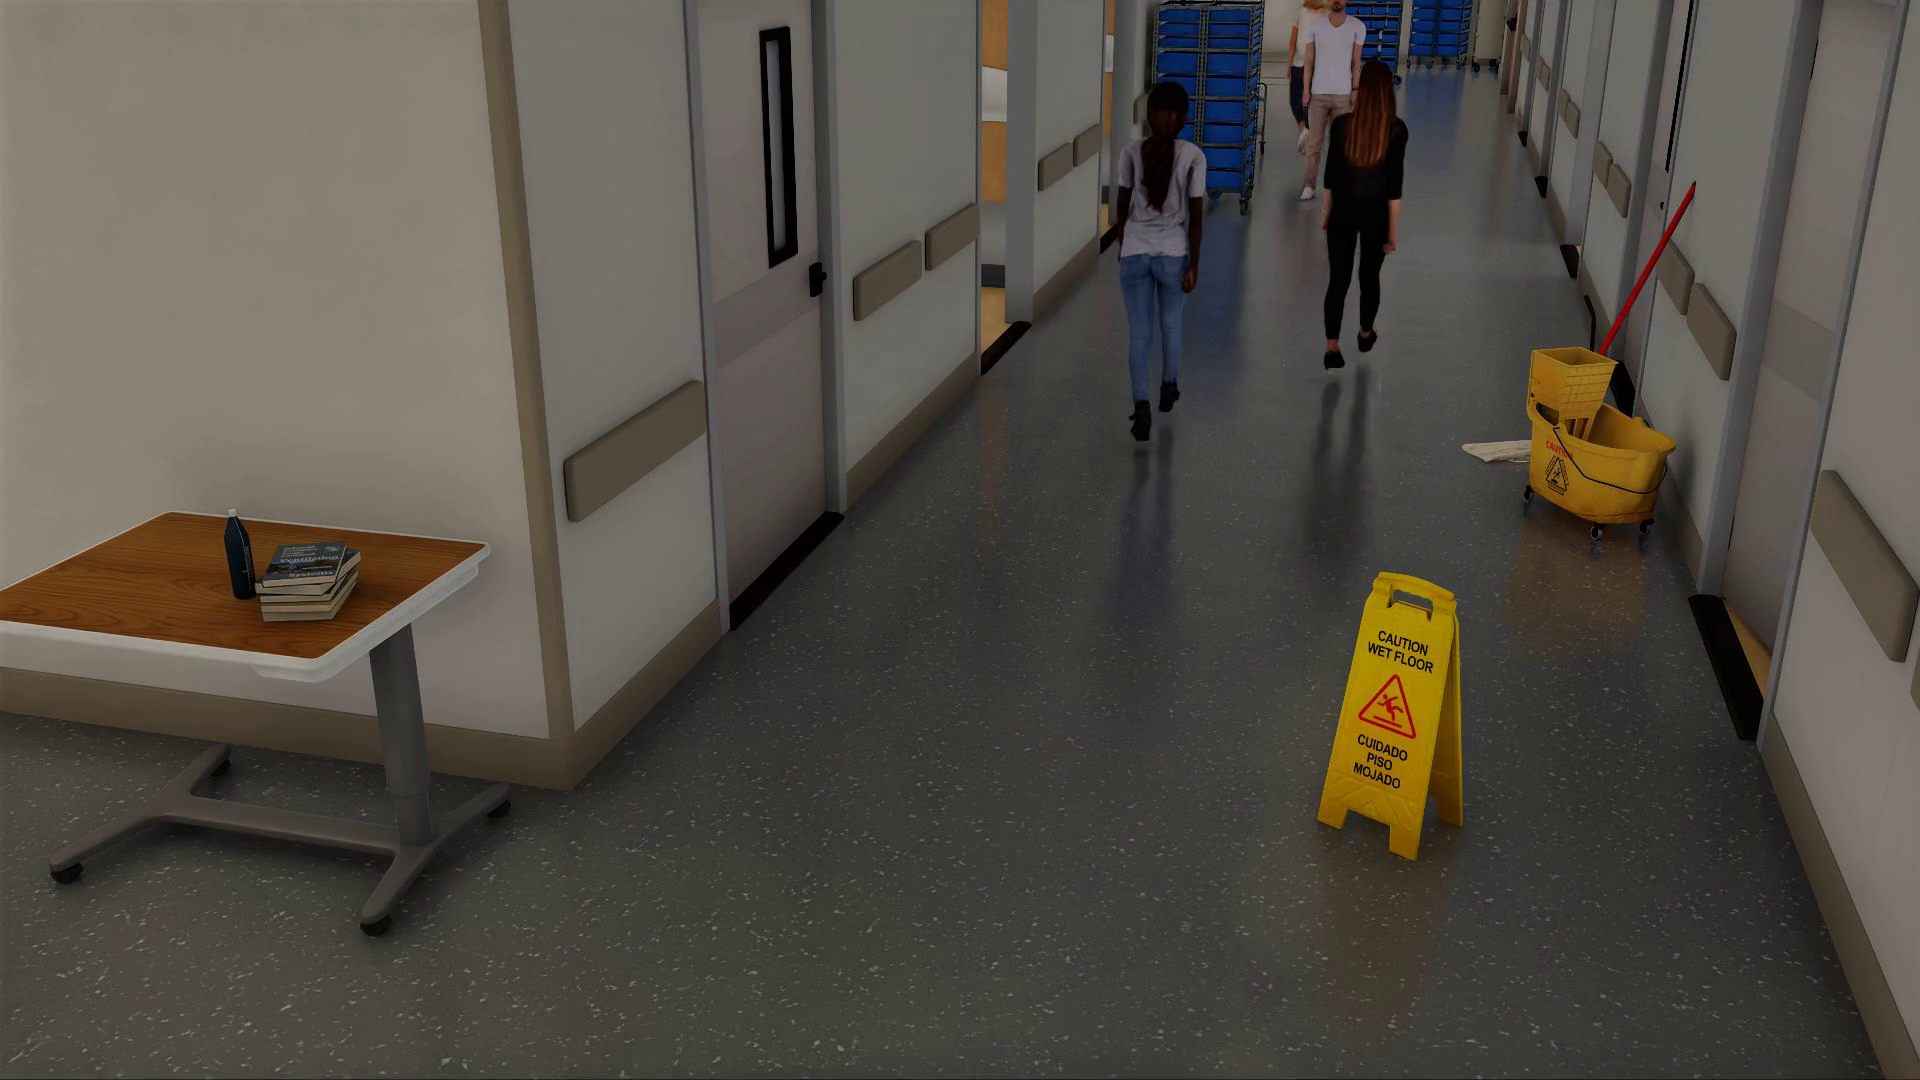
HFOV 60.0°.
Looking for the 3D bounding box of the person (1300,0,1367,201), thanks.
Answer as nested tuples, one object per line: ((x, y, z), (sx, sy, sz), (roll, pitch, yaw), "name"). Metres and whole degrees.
((3.306, -3.988, 14.821), (0.685, 1.888, 0.604), (4, 21, 10), "person")

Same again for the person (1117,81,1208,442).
((0.927, -1.299, 8.018), (0.663, 1.677, 1.132), (3, 21, 8), "person")

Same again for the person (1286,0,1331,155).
((3.671, -4.937, 17.460), (0.751, 1.793, 0.952), (0, 21, 1), "person")

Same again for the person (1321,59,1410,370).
((2.182, -1.744, 9.206), (0.736, 1.668, 1.193), (9, 23, 23), "person")
